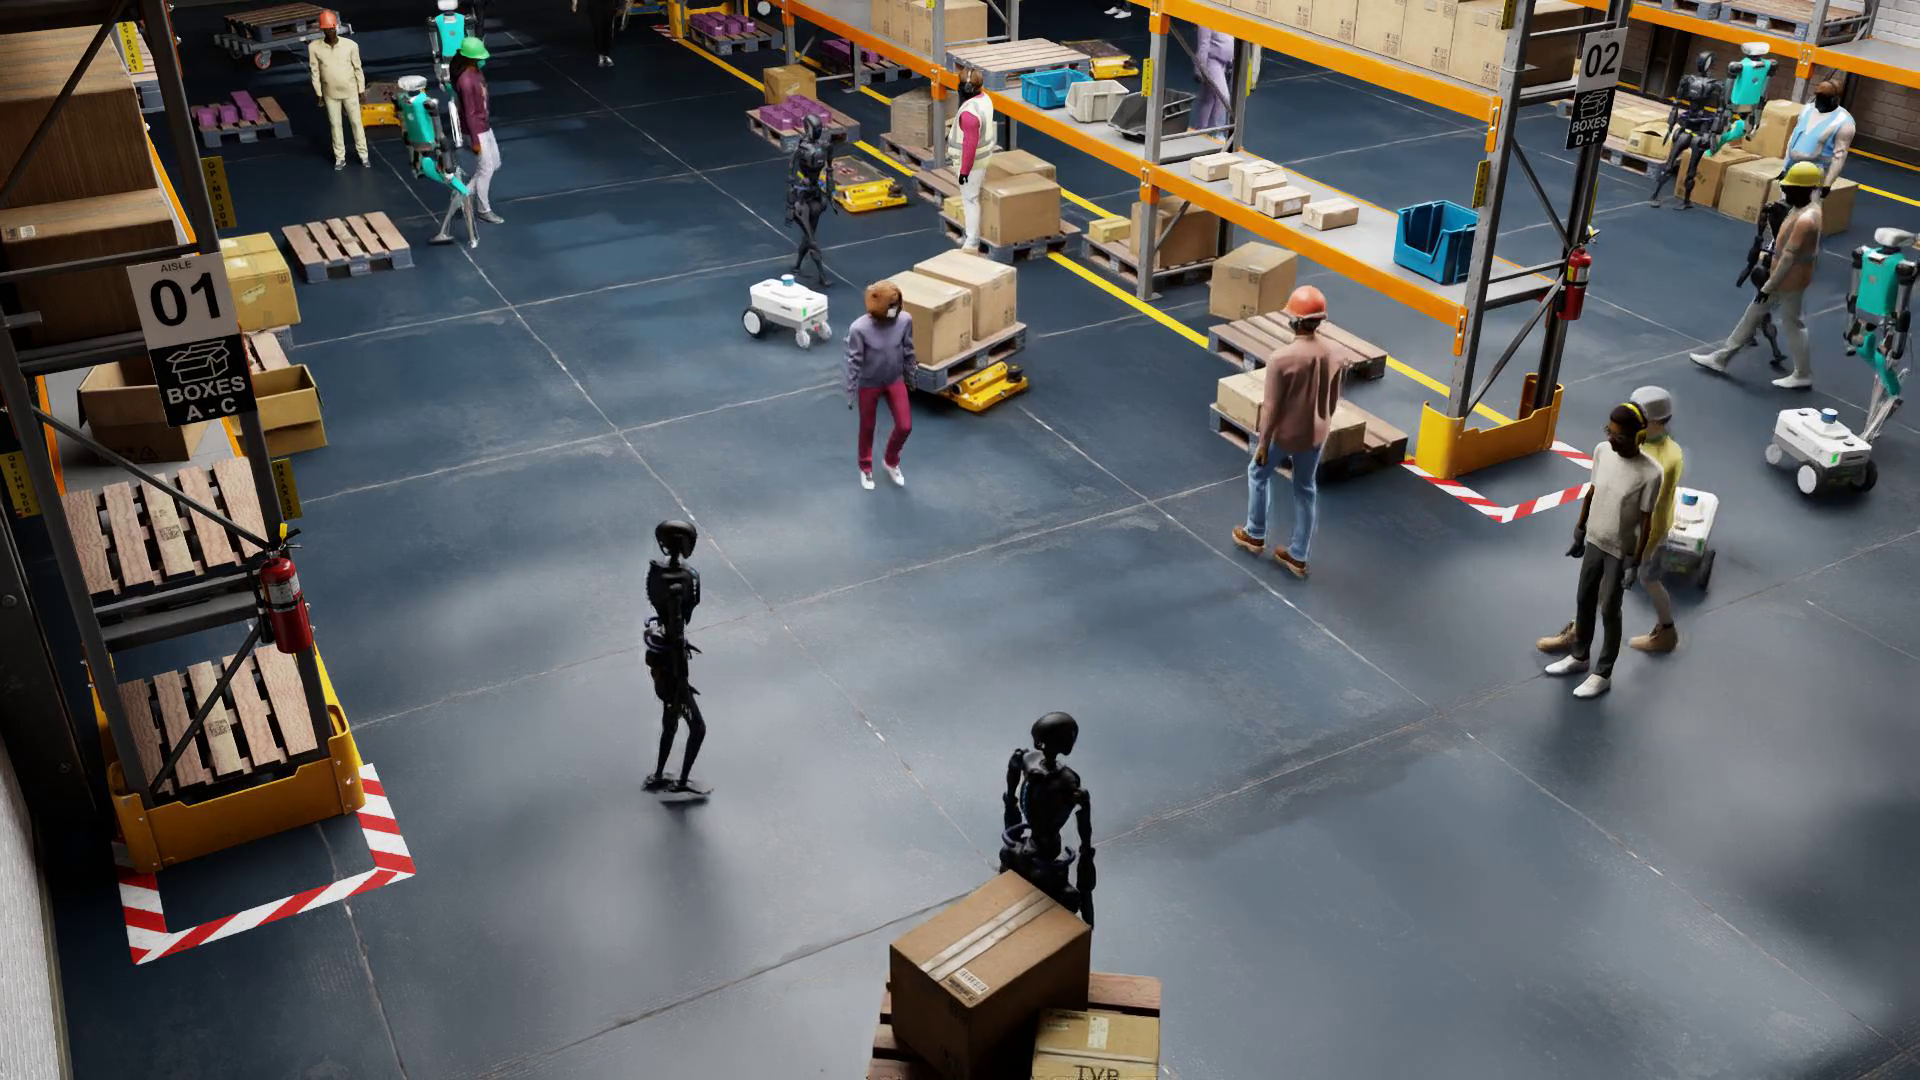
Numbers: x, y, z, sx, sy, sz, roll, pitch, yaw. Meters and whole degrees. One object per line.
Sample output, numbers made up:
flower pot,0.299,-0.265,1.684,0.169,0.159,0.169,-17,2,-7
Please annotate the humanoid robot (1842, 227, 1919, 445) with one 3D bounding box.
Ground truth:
humanoid robot,7.028,-1.510,12.580,0.722,1.804,0.554,-10,31,-16

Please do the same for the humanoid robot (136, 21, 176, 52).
humanoid robot,-10.691,-6.816,21.914,0.590,1.619,0.739,-26,39,-37

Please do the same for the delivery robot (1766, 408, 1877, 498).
delivery robot,6.371,-0.671,12.295,0.499,0.599,0.787,-6,30,-10

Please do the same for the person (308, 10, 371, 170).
person,-6.985,-5.063,18.727,0.568,1.755,0.319,-8,31,-14

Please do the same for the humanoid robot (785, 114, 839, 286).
humanoid robot,-1.400,-3.192,15.589,0.688,1.624,0.586,26,39,37

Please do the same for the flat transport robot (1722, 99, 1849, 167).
flat transport robot,8.960,-4.148,18.630,0.659,0.231,1.431,-15,33,-25

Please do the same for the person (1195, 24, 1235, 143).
person,3.081,-5.526,19.416,0.732,1.885,0.646,14,33,23

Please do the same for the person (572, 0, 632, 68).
person,-4.888,-7.332,22.687,0.780,1.739,0.565,-15,33,-25

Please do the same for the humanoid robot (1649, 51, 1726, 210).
humanoid robot,7.674,-4.268,17.428,0.420,1.651,0.605,-21,36,-33

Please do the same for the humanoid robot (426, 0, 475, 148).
humanoid robot,-5.861,-5.473,19.371,0.530,1.711,0.704,-9,31,-16

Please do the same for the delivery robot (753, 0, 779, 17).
delivery robot,-2.855,-8.435,25.822,0.814,0.611,0.499,-5,30,-9

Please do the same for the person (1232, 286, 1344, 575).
person,2.168,-0.763,11.027,0.662,1.966,0.769,-13,32,-21

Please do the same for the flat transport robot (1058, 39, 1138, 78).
flat transport robot,1.883,-6.668,23.018,0.659,0.231,1.431,-9,31,-16

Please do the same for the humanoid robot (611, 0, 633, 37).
humanoid robot,-5.026,-8.309,24.423,0.532,1.774,0.815,3,30,5

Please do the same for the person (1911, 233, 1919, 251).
person,9.789,-3.705,16.371,0.628,1.749,0.420,-3,30,-6

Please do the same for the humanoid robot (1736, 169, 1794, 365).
humanoid robot,6.964,-2.319,14.098,0.610,1.647,0.761,-8,31,-14

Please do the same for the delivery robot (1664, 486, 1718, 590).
delivery robot,4.874,-0.063,11.225,0.499,0.587,0.771,15,33,25

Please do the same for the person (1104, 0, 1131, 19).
person,2.473,-8.929,25.369,0.336,1.848,0.512,-11,32,-18

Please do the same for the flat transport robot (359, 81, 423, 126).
flat transport robot,-7.220,-5.530,21.036,0.659,0.231,1.431,-5,30,-8

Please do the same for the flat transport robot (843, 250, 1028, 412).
flat transport robot,-0.197,-1.444,13.923,1.431,0.231,0.659,22,37,34

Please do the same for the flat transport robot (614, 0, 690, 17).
flat transport robot,-4.991,-8.318,25.889,1.431,0.231,0.659,-12,32,-19

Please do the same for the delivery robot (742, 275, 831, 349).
delivery robot,-1.531,-2.045,14.700,0.796,0.613,0.499,22,36,33

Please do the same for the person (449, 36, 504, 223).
person,-4.994,-4.224,17.111,0.565,1.917,0.525,0,30,0

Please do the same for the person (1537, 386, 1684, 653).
person,4.105,-0.101,10.036,0.892,1.838,0.536,-5,30,-9

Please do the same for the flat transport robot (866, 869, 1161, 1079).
flat transport robot,0.224,2.458,7.131,0.659,0.231,1.431,4,30,7

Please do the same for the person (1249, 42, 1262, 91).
person,3.805,-6.806,21.690,0.617,1.833,0.890,9,31,16

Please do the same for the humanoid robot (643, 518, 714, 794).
humanoid robot,-1.553,0.638,8.896,0.439,1.643,0.585,-6,30,-10

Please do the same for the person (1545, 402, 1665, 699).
person,3.779,0.052,9.732,0.353,1.857,0.515,-14,33,-23

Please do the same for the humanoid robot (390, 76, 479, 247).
humanoid robot,-5.103,-3.754,16.464,0.572,1.771,0.772,13,32,22

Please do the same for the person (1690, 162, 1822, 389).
person,6.662,-2.143,13.525,0.979,1.872,0.600,10,31,16

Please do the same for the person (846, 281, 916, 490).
person,-0.579,-1.101,11.958,0.580,1.617,0.434,-11,32,-19

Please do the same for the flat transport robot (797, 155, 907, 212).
flat transport robot,-1.200,-3.920,18.234,0.659,0.231,1.431,-15,33,-25

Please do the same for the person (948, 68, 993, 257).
person,0.096,-3.680,16.239,0.429,1.844,0.625,6,30,10

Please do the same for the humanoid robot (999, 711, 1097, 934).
humanoid robot,0.393,1.465,7.442,0.455,1.643,0.590,-24,37,-35

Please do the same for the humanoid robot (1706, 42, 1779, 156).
humanoid robot,8.133,-4.420,17.653,0.533,1.818,0.727,-5,30,-8

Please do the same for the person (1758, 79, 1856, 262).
person,8.097,-3.482,15.899,0.430,1.838,0.620,-11,32,-19

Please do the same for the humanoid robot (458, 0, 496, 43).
humanoid robot,-6.885,-7.811,23.623,0.590,1.624,0.759,3,30,5
